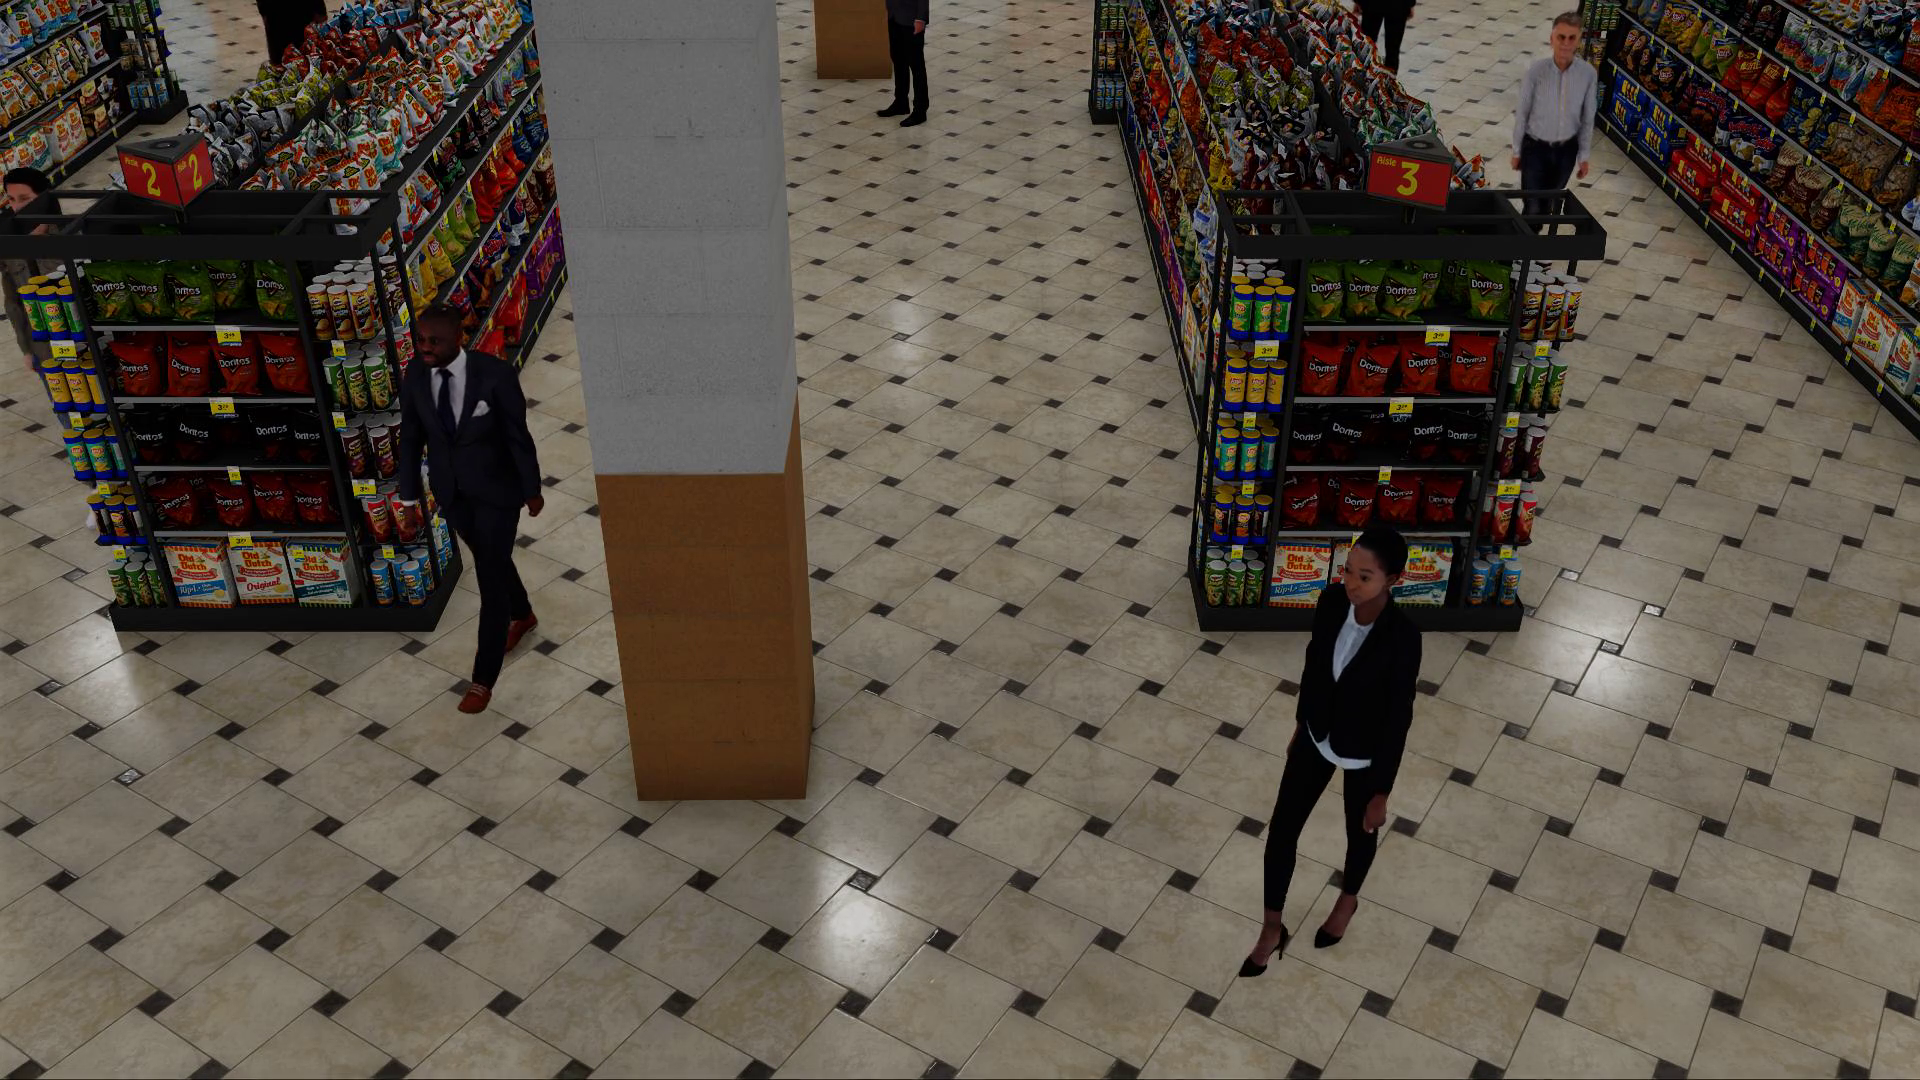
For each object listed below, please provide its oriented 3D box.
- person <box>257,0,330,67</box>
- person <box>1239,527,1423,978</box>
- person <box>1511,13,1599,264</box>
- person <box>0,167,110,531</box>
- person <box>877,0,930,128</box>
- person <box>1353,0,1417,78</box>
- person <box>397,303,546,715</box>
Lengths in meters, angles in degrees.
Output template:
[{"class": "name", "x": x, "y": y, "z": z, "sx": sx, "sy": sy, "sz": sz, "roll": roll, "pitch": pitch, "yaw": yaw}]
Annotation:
[{"class": "person", "x": -4.994, "y": -3.501, "z": 12.540, "sx": 0.737, "sy": 1.806, "sz": 0.702, "roll": 5, "pitch": 32, "yaw": 8}, {"class": "person", "x": 1.385, "y": 0.722, "z": 5.741, "sx": 0.938, "sy": 1.820, "sz": 0.880, "roll": -27, "pitch": 41, "yaw": -36}, {"class": "person", "x": 3.957, "y": -2.631, "z": 11.166, "sx": 0.762, "sy": 1.782, "sz": 1.216, "roll": 4, "pitch": 32, "yaw": 6}, {"class": "person", "x": -4.496, "y": -1.014, "z": 8.506, "sx": 0.697, "sy": 1.847, "sz": 0.976, "roll": 0, "pitch": 32, "yaw": 0}, {"class": "person", "x": -0.456, "y": -4.473, "z": 14.069, "sx": 0.865, "sy": 1.842, "sz": 0.765, "roll": -21, "pitch": 38, "yaw": -30}, {"class": "person", "x": 3.649, "y": -4.630, "z": 14.279, "sx": 0.777, "sy": 1.886, "sz": 0.740, "roll": 10, "pitch": 33, "yaw": 15}, {"class": "person", "x": -2.078, "y": -0.228, "z": 7.300, "sx": 0.913, "sy": 1.786, "sz": 1.196, "roll": 7, "pitch": 33, "yaw": 12}]
